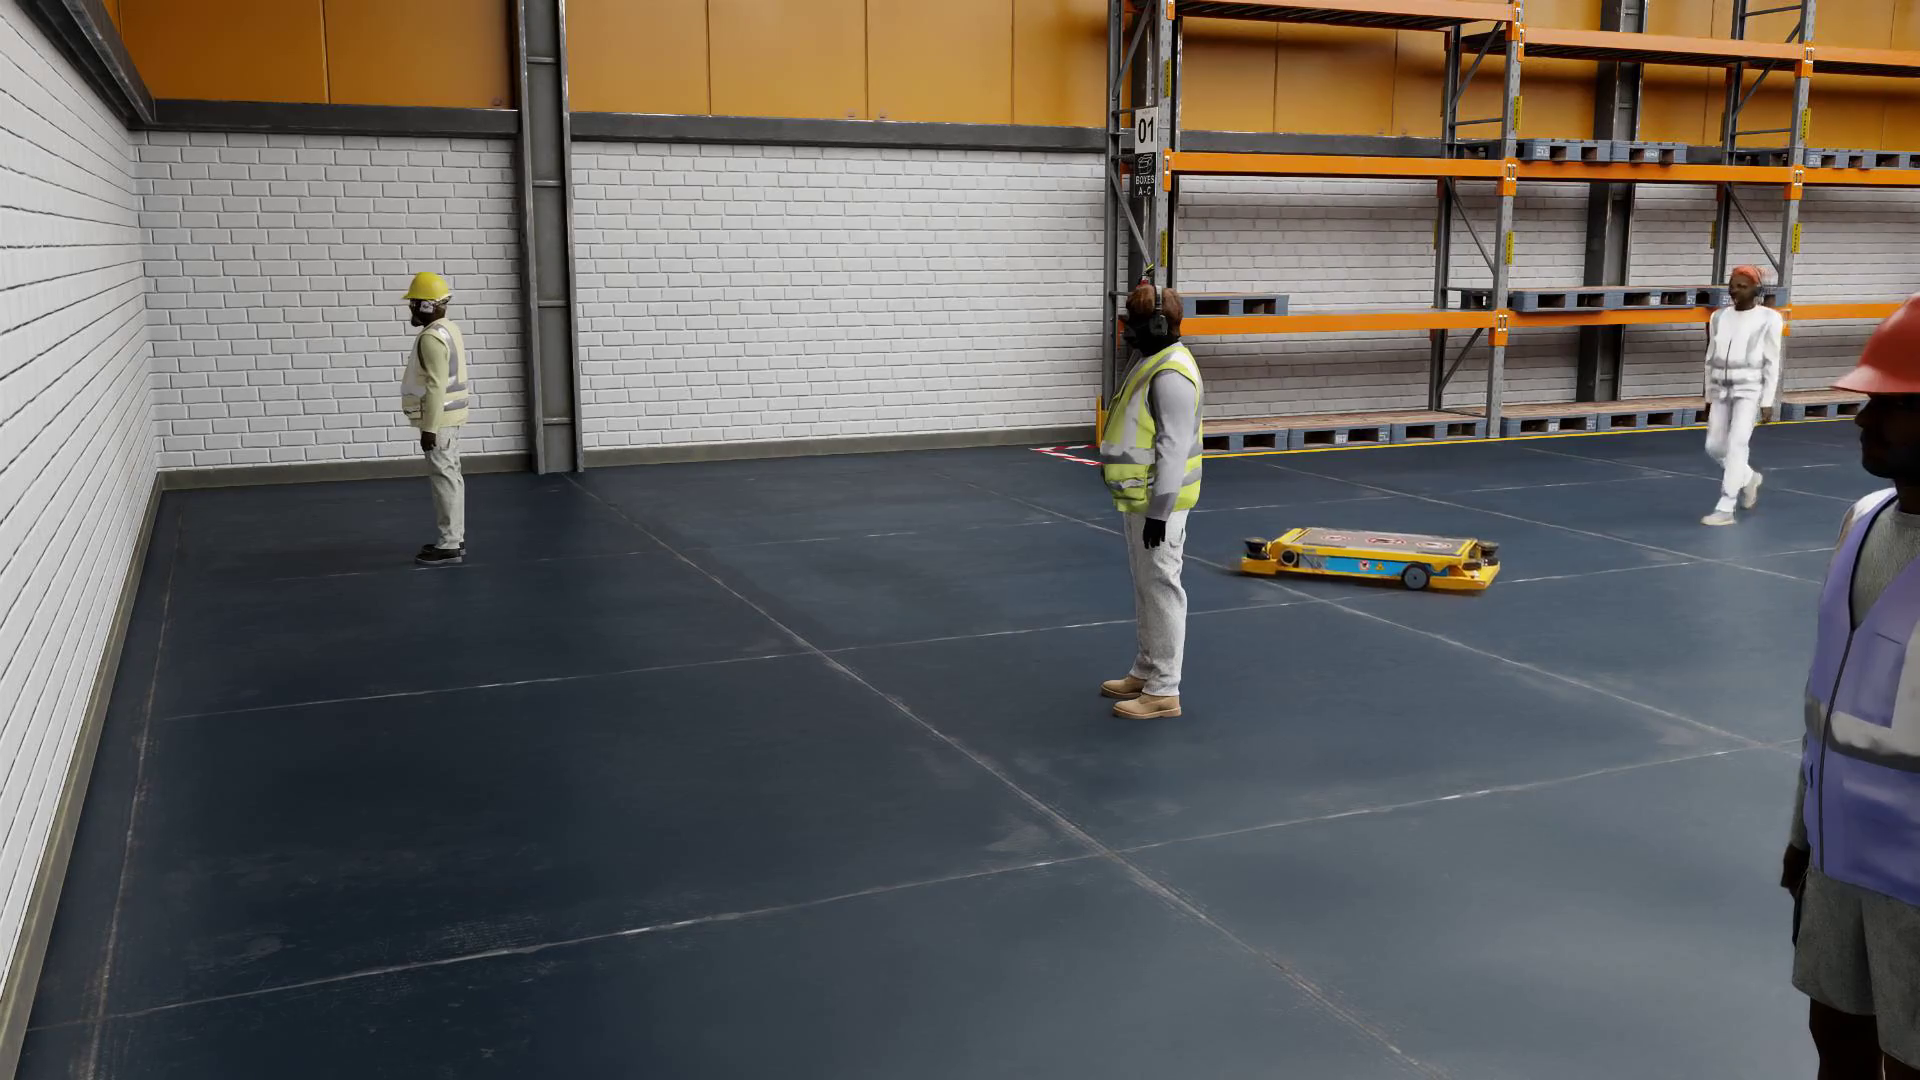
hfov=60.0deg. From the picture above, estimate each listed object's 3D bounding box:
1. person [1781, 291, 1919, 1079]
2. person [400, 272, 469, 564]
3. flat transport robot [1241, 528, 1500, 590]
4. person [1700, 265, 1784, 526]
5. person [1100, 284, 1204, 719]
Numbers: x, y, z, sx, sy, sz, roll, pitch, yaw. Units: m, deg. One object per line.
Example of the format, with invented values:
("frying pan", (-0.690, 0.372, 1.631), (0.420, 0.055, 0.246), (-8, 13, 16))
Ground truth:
("person", (1.622, 0.544, 2.905), (0.353, 1.942, 0.545), (-1, 10, -5))
("person", (-3.315, -0.767, 10.514), (0.404, 1.832, 0.595), (-1, 10, -8))
("flat transport robot", (2.485, 0.096, 10.053), (1.431, 0.197, 0.652), (5, 11, 24))
("person", (5.627, -1.039, 11.947), (0.666, 1.864, 0.581), (-6, 12, -30))
("person", (0.813, -0.163, 7.124), (0.429, 1.844, 0.627), (0, 10, -2))
